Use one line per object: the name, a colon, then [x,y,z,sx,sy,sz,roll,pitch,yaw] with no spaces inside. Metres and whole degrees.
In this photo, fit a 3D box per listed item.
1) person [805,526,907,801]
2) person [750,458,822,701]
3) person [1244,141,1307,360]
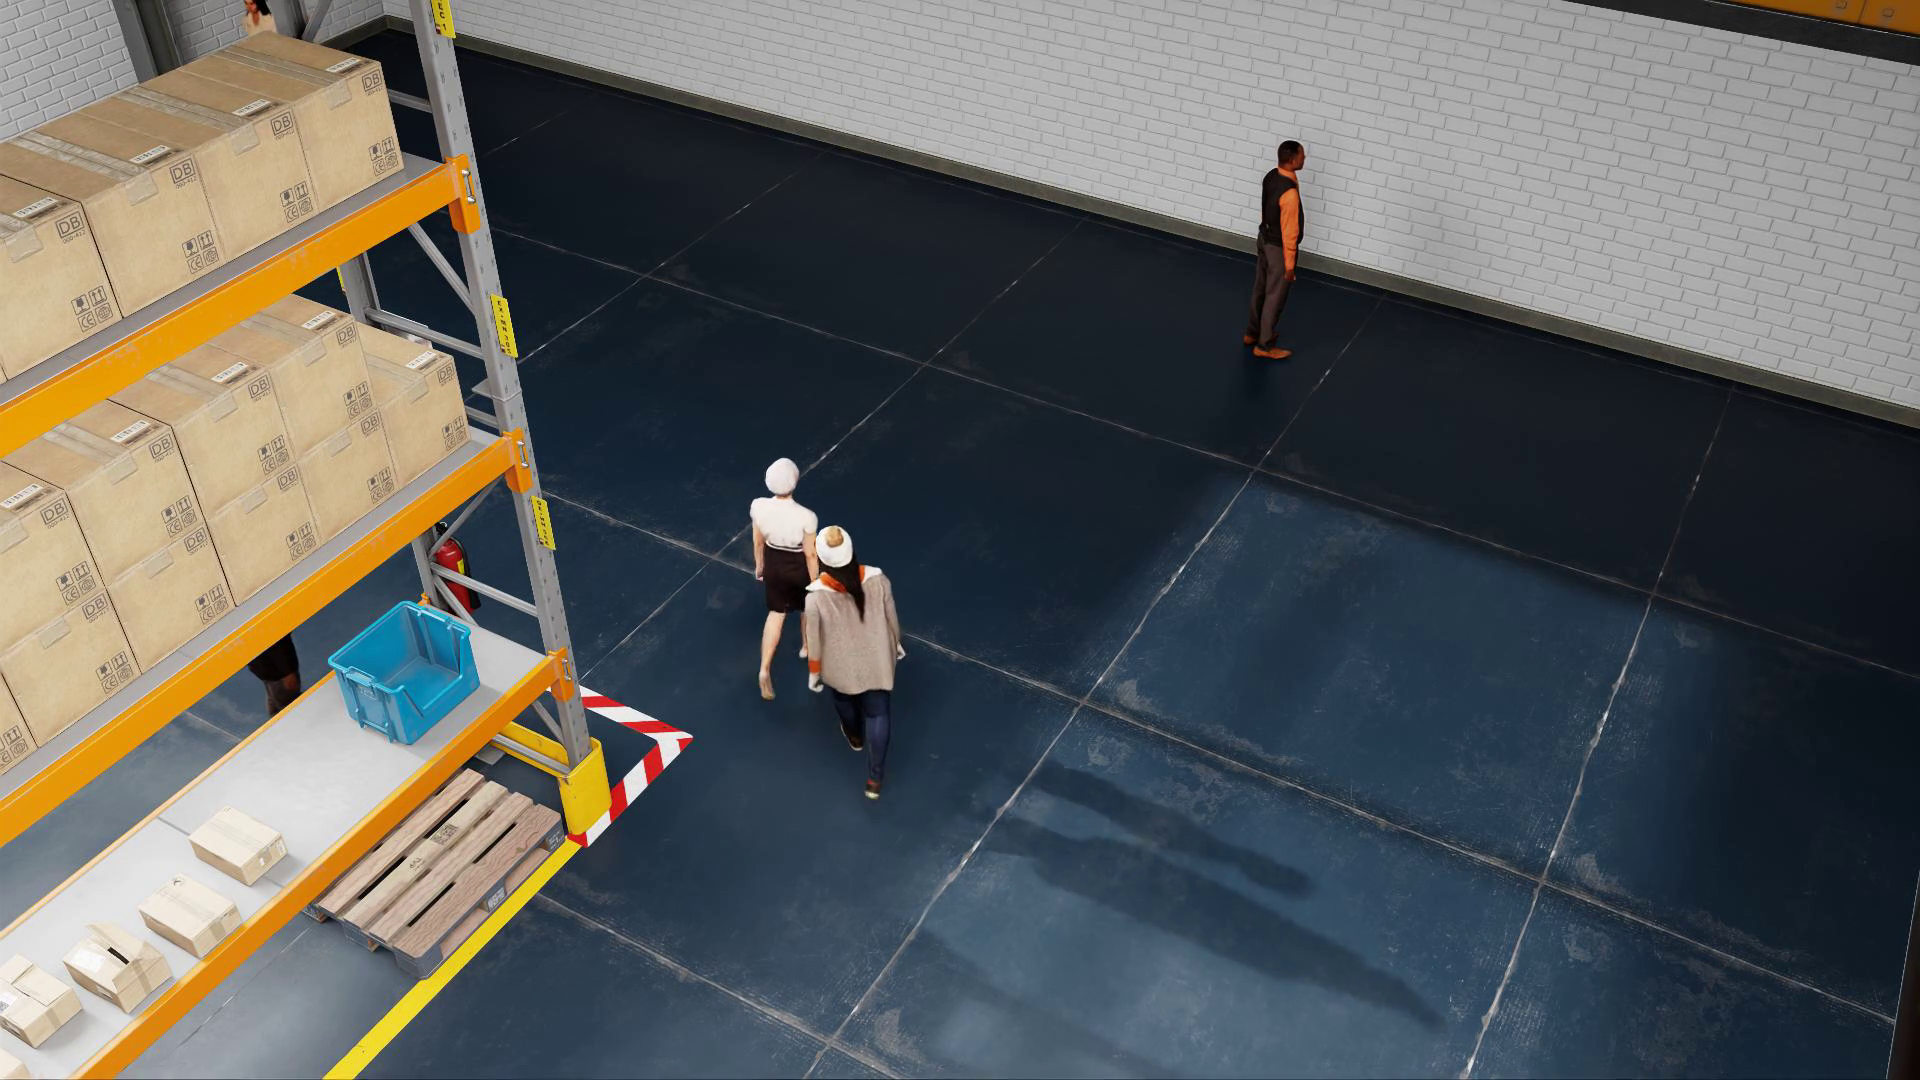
person: [-0.605,0.737,9.808,1.167,1.871,1.261,-7,39,-9]
person: [-1.111,0.269,10.503,0.739,1.734,1.054,13,40,15]
person: [2.603,-2.396,13.700,0.845,1.908,0.776,-8,39,-10]
